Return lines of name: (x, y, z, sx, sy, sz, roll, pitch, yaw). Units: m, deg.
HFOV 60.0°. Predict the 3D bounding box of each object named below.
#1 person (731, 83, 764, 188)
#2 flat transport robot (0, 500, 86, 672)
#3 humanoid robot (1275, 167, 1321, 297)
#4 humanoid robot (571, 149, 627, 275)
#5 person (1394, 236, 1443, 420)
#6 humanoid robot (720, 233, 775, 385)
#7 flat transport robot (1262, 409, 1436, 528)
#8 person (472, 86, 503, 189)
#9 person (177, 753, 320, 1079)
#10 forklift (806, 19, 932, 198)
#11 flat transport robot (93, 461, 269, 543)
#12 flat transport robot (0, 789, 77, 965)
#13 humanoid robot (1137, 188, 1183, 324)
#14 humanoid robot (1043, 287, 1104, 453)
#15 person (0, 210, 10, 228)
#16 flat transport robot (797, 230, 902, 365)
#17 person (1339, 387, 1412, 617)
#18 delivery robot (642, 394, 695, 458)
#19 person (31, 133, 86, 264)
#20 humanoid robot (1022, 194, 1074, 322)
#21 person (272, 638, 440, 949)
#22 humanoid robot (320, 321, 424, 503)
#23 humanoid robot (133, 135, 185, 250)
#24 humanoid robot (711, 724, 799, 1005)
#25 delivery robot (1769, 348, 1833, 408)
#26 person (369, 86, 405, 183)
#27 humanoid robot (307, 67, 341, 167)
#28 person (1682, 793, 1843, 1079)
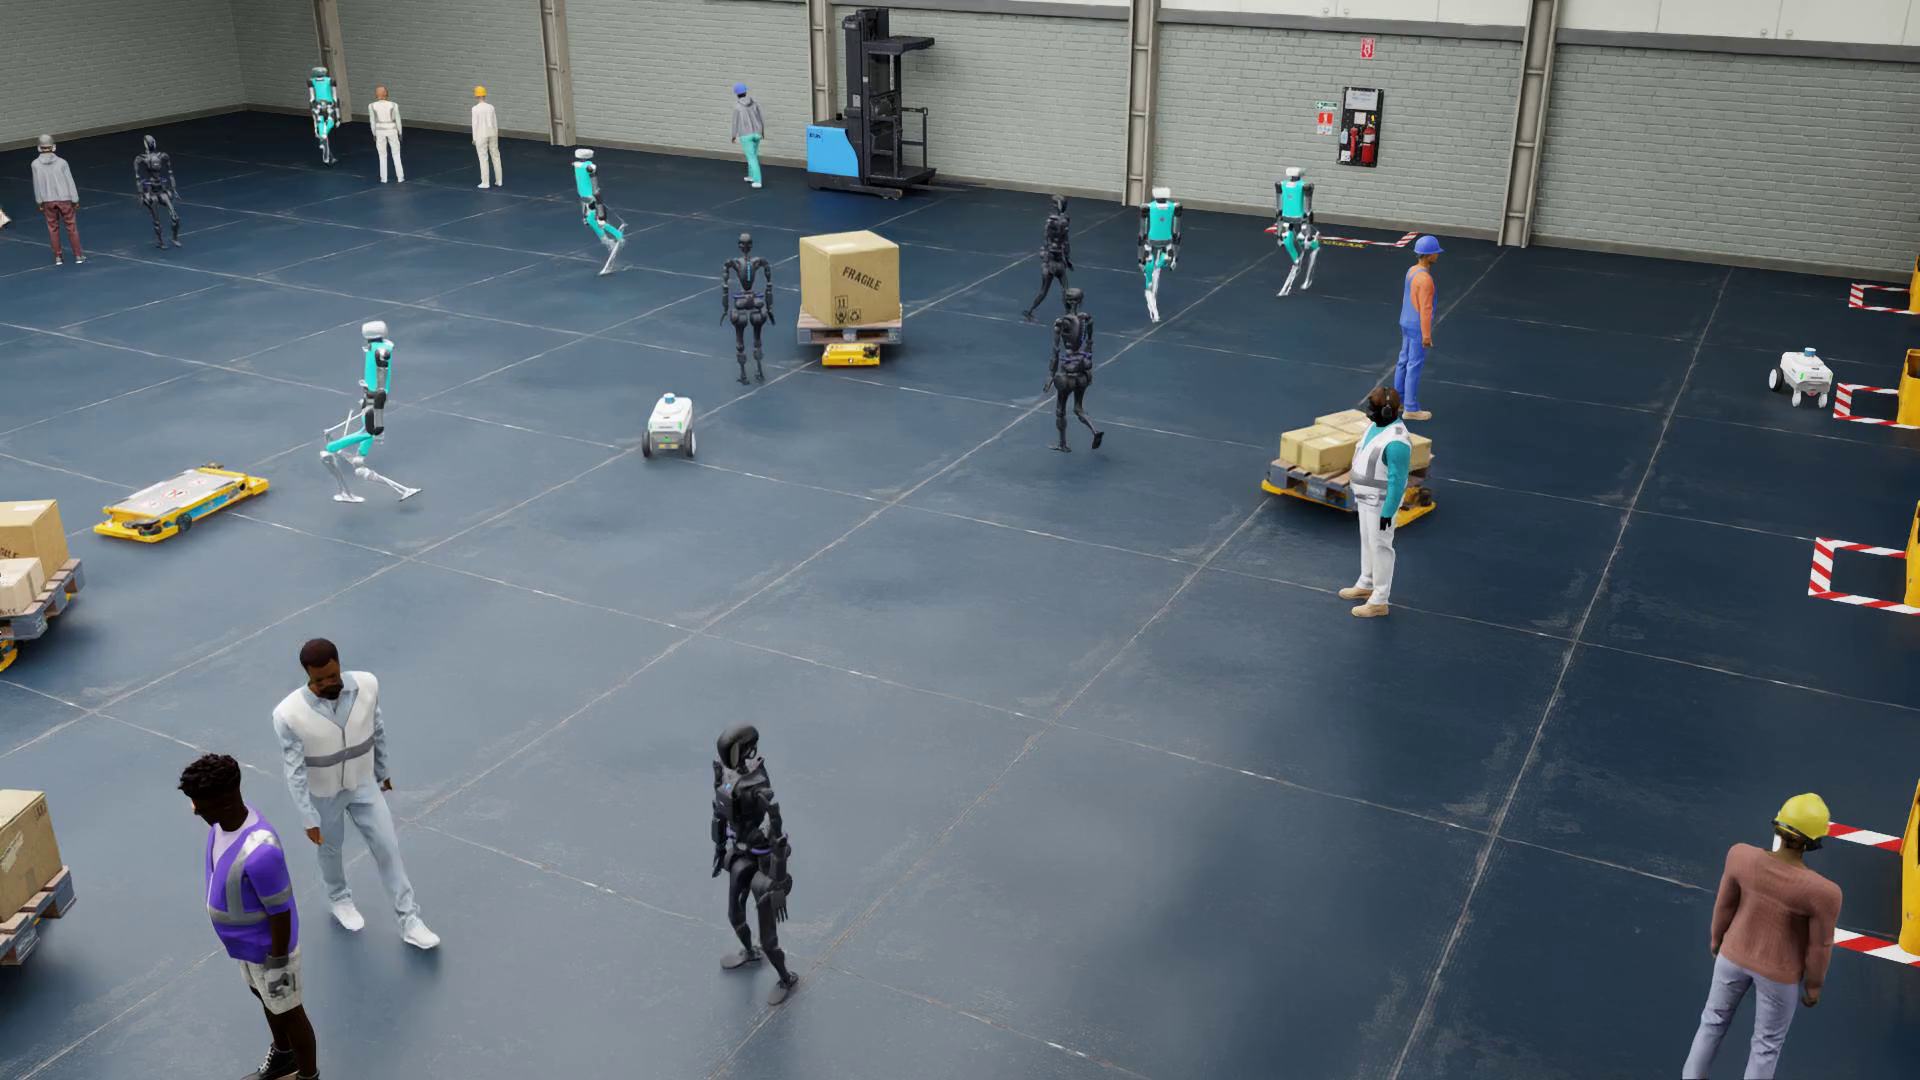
person: (-3.636, -6.913, 28.395, 0.556, 1.733, 0.747, -20, 30, -38)
flat transport robot: (-7.431, 0.640, 12.672, 0.659, 0.231, 1.431, -3, 23, -6)
humanoid robot: (4.458, -4.018, 21.718, 0.552, 1.759, 1.045, 18, 29, 36)
humanoid robot: (-4.828, -4.413, 22.723, 0.771, 1.896, 0.553, -19, 30, -37)
person: (4.738, -2.200, 17.207, 0.363, 1.910, 0.512, -3, 23, -8)
humanoid robot: (-2.348, -2.549, 18.314, 0.612, 1.648, 0.350, -8, 24, -18)
flat transport robot: (3.552, -0.453, 15.218, 1.431, 0.231, 0.659, 20, 30, 39)
person: (-8.063, -6.845, 28.289, 0.310, 1.696, 0.481, 21, 31, 40)
person: (-3.279, 1.843, 7.736, 0.385, 1.958, 0.601, -19, 30, -37)
forklift: (-1.573, -7.292, 27.850, 1.873, 2.768, 1.129, 12, 26, 25)
flat transport robot: (-6.992, -0.346, 14.968, 0.659, 0.231, 1.431, 8, 25, 19)
flat transport robot: (-5.527, 2.284, 8.844, 0.659, 0.231, 1.431, 1, 23, 2)
humanoid robot: (2.406, -3.540, 20.574, 0.531, 1.739, 1.021, -3, 23, -6)
humanoid robot: (1.134, -1.624, 16.166, 0.607, 1.644, 0.559, -21, 31, -39)
person: (-15.099, -5.616, 25.261, 0.961, 1.828, 0.527, 1, 23, 3)
flat transport robot: (-1.286, -2.355, 19.646, 0.659, 0.231, 1.431, -1, 23, -2)
person: (3.220, -0.302, 12.875, 0.430, 1.842, 0.626, -1, 23, -3)
delivery robot: (-2.862, -1.150, 16.458, 0.499, 0.579, 0.753, 0, 23, -1)
person: (-12.685, -4.788, 23.365, 0.549, 1.806, 0.380, -7, 24, -16)
humanoid robot: (1.145, -3.453, 20.485, 0.764, 1.638, 0.615, 15, 27, 31)
person: (-3.269, 1.377, 8.925, 0.598, 1.870, 0.930, -21, 31, -39)
humanoid robot: (-5.379, -1.057, 14.776, 0.995, 1.716, 0.539, -11, 25, -23)
humanoid robot: (-11.643, -5.042, 24.118, 0.369, 1.643, 0.615, 18, 29, 36)
humanoid robot: (-1.055, 1.646, 8.562, 0.374, 1.640, 0.639, -21, 31, -40)
delivery robot: (9.112, -1.774, 17.954, 0.499, 0.614, 0.791, 4, 23, 8)
person: (-9.886, -6.994, 28.715, 0.513, 1.631, 0.311, -6, 24, -13)
humanoid robot: (-11.518, -7.571, 29.974, 0.530, 1.773, 0.994, 0, 23, 0)
person: (3.742, 1.959, 7.727, 0.379, 1.755, 0.536, -20, 30, -39)
